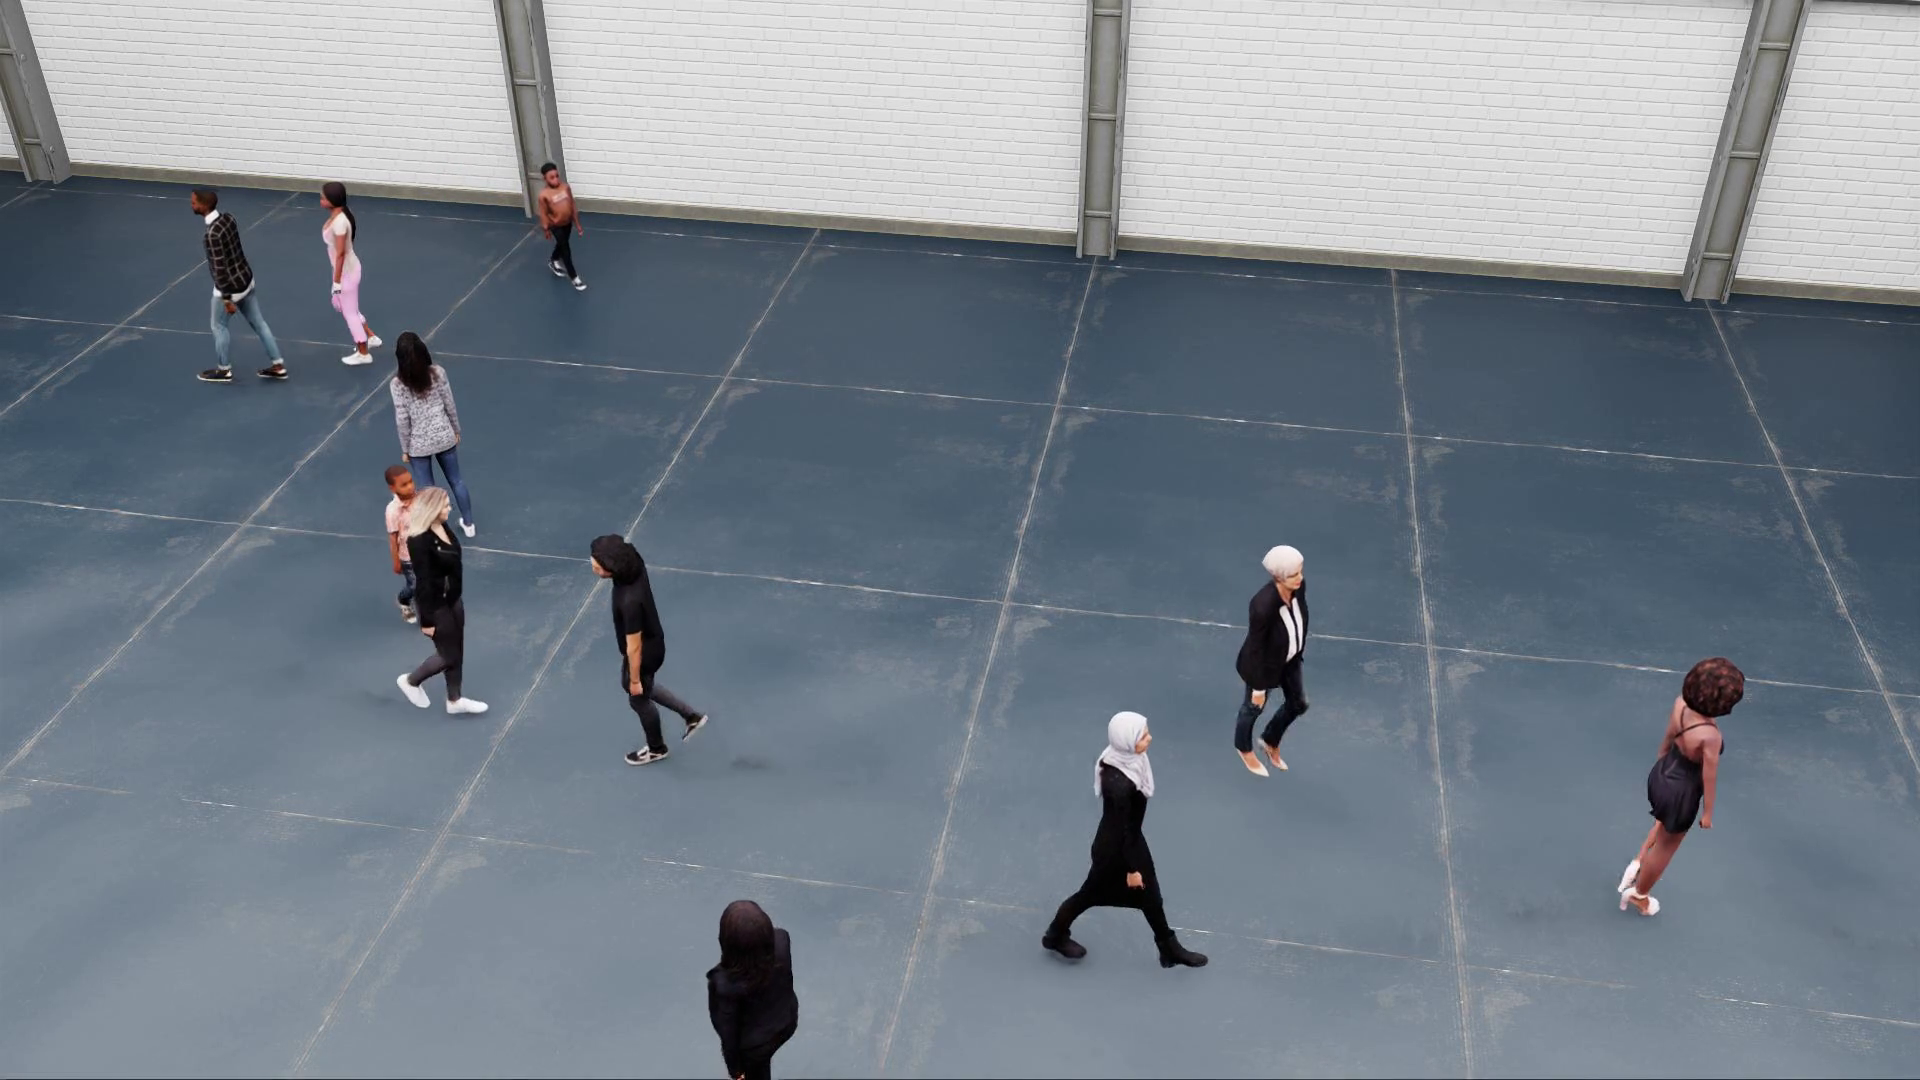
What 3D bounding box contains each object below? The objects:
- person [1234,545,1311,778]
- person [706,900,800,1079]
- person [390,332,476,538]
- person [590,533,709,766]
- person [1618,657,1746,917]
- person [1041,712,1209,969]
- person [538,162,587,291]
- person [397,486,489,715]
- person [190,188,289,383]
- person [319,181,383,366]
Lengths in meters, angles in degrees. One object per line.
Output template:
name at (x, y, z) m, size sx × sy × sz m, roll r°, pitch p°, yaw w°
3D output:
person at (1.810, 0.673, 9.986) m, size 0.881 × 1.773 × 0.838 m, roll -25°, pitch 41°, yaw -32°
person at (-0.889, 2.336, 7.808) m, size 1.056 × 1.600 × 0.867 m, roll 20°, pitch 38°, yaw 27°
person at (-3.933, -0.745, 12.325) m, size 0.691 × 1.731 × 0.735 m, roll -24°, pitch 40°, yaw -31°
person at (-1.861, 0.666, 10.137) m, size 0.897 × 1.803 × 0.841 m, roll -1°, pitch 34°, yaw -2°
person at (3.831, 1.388, 9.075) m, size 0.689 × 1.776 × 0.656 m, roll -4°, pitch 34°, yaw -6°
person at (0.739, 1.633, 8.752) m, size 1.138 × 1.726 × 0.641 m, roll 7°, pitch 34°, yaw 10°
person at (-3.959, -3.125, 16.352) m, size 0.967 × 1.236 × 0.812 m, roll 27°, pitch 42°, yaw 35°
person at (-3.413, 0.419, 10.637) m, size 0.813 × 1.661 × 0.708 m, roll 5°, pitch 34°, yaw 7°
person at (-6.207, -2.188, 14.443) m, size 1.012 × 1.789 × 0.748 m, roll 3°, pitch 34°, yaw 5°
person at (-5.363, -2.361, 14.755) m, size 0.728 × 1.732 × 0.709 m, roll -6°, pitch 34°, yaw -9°
